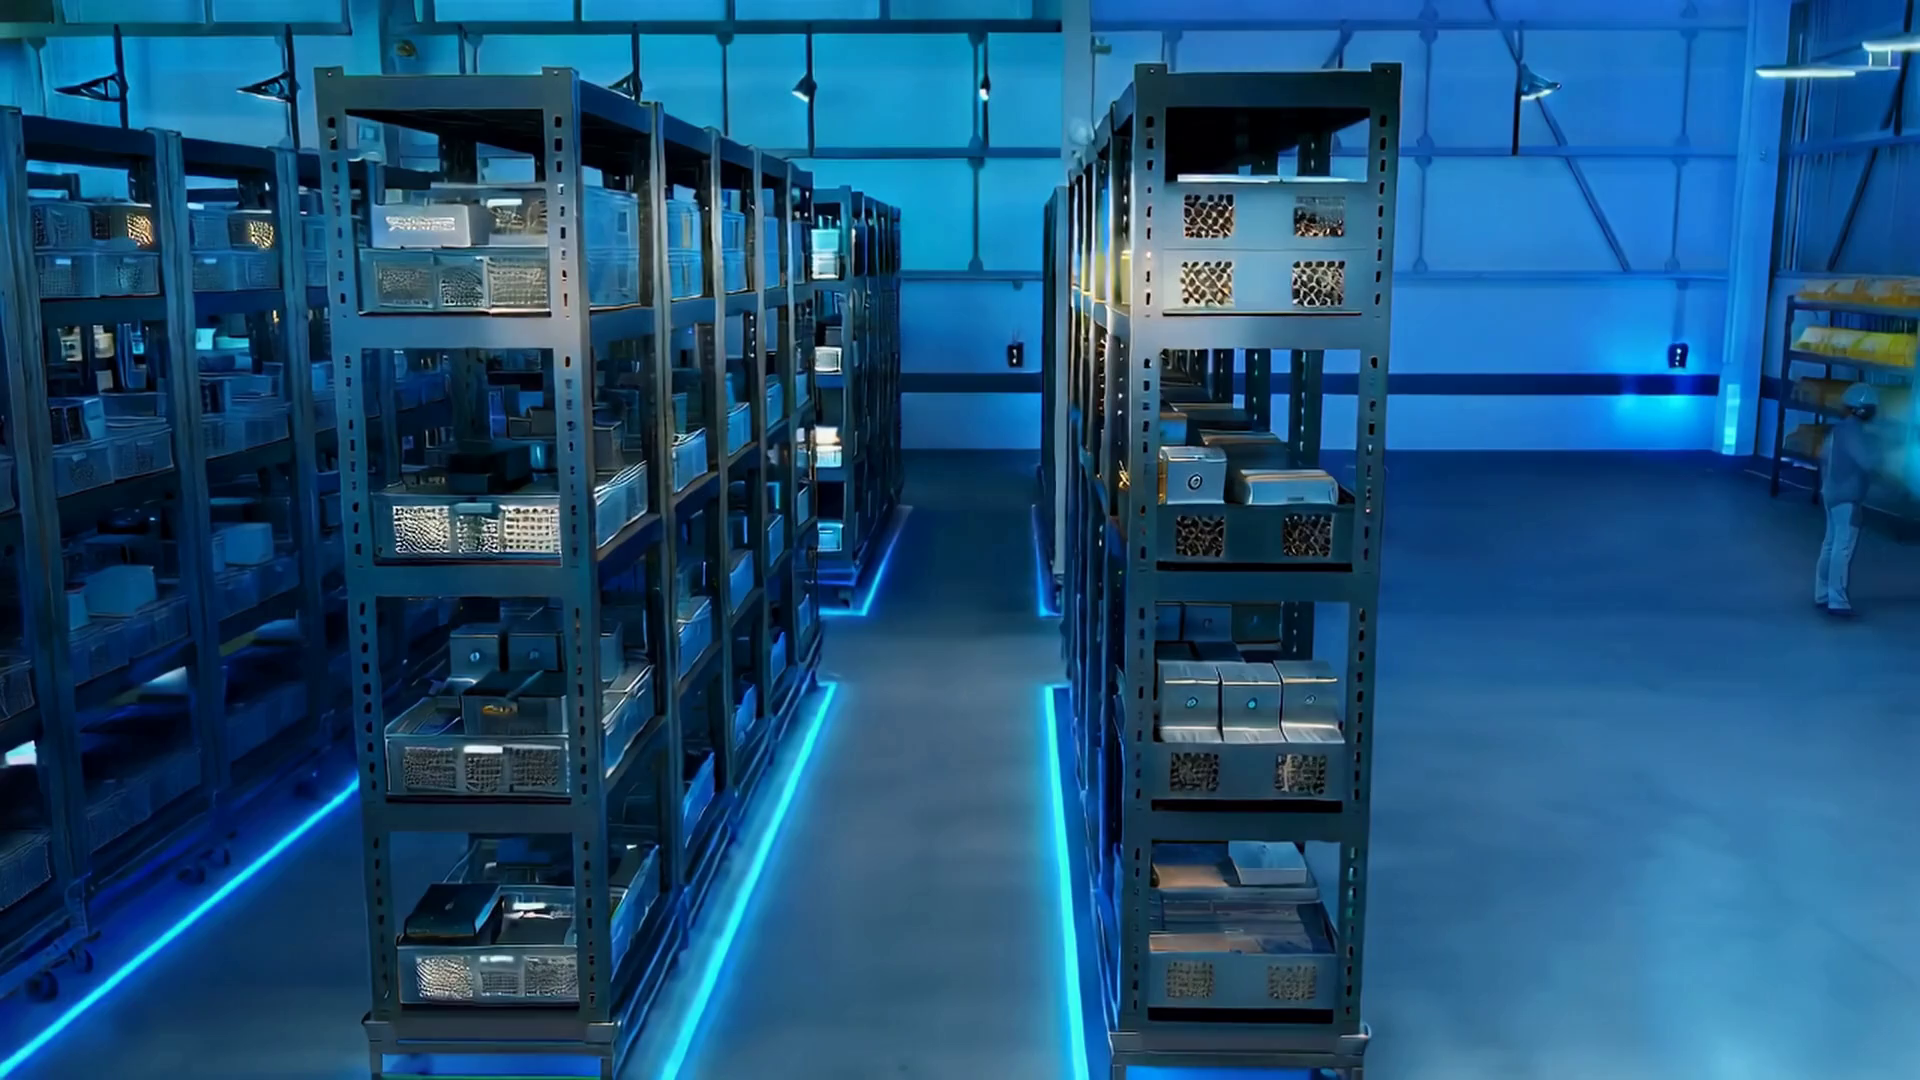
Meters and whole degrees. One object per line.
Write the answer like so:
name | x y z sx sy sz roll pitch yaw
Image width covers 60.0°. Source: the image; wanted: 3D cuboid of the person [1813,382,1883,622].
person | 7.423 -0.323 13.902 0.383 1.996 0.609 2 10 11
